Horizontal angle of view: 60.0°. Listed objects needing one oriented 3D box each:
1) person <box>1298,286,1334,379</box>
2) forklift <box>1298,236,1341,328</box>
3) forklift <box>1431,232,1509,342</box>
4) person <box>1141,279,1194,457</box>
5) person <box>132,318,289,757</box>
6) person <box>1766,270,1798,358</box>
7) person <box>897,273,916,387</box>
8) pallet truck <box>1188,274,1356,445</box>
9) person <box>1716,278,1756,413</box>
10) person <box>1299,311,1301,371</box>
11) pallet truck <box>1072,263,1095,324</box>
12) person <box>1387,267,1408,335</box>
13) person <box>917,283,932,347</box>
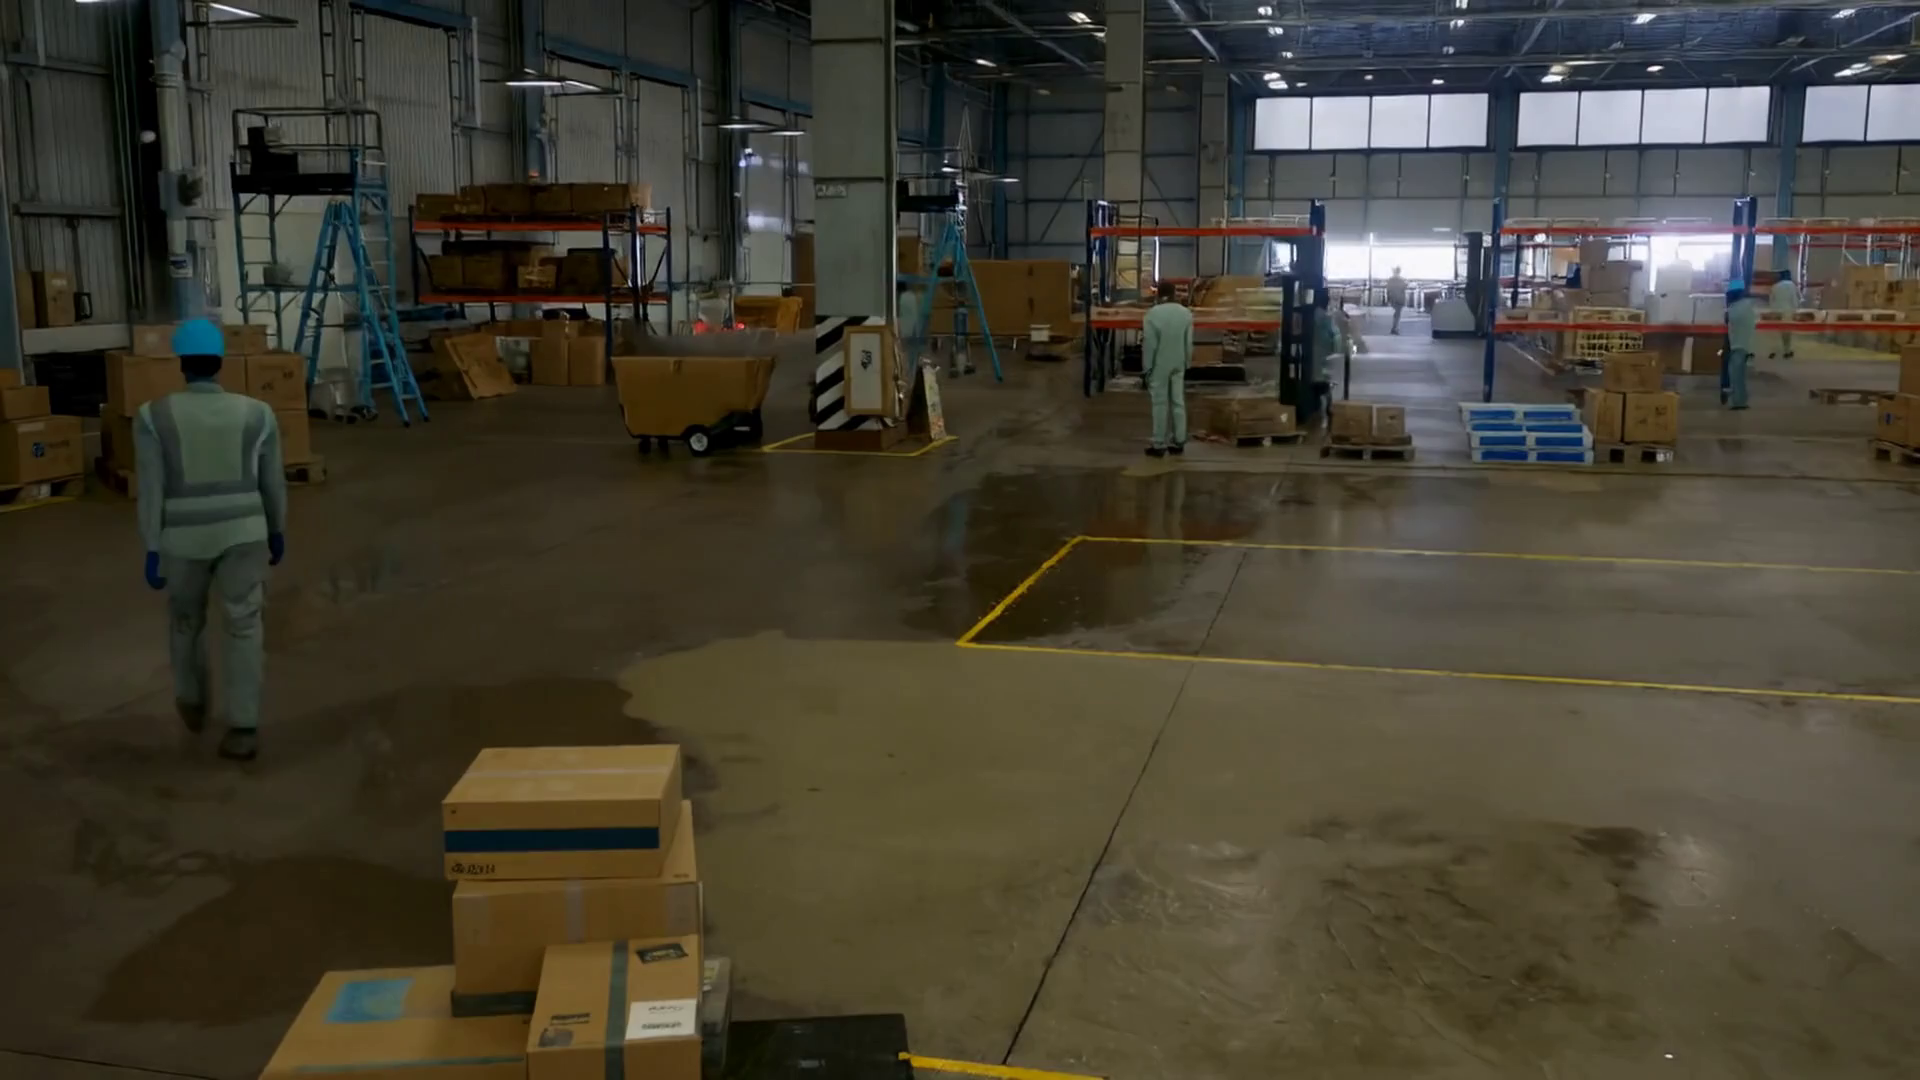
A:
[{"bbox_3d":[4.366,-2.247,20.726,0.585,1.827,0.650,-2,10,-12],"label":"person"},{"bbox_3d":[10.725,-7.955,51.239,1.873,2.768,1.129,-2,10,-12],"label":"forklift"},{"bbox_3d":[13.185,-6.527,42.836,1.873,2.768,1.129,2,10,14],"label":"forklift"},{"bbox_3d":[2.257,-1.879,18.237,0.636,1.937,0.358,-5,11,-29],"label":"person"},{"bbox_3d":[-3.335,-0.029,7.440,0.642,1.899,0.966,-6,11,-31],"label":"person"},{"bbox_3d":[17.944,-4.927,36.306,0.845,1.903,0.653,-9,13,-44],"label":"person"},{"bbox_3d":[-0.942,-3.516,27.926,0.396,1.924,0.550,-2,10,-10],"label":"person"},{"bbox_3d":[3.653,-2.138,19.590,1.885,1.965,0.823,-4,10,-20],"label":"pallet truck"},{"bbox_3d":[10.931,-2.723,23.372,0.574,1.893,0.590,0,10,2],"label":"person"},{"bbox_3d":[6.703,-4.099,31.905,0.485,1.739,0.320,-8,13,-39],"label":"person"},{"bbox_3d":[4.325,-8.180,55.162,0.823,1.965,1.885,6,11,31],"label":"pallet truck"},{"bbox_3d":[12.256,-6.680,46.557,0.487,1.925,0.680,-3,10,-17],"label":"person"},{"bbox_3d":[-0.857,-5.581,40.744,0.318,1.698,0.534,-8,12,-39],"label":"person"}]
